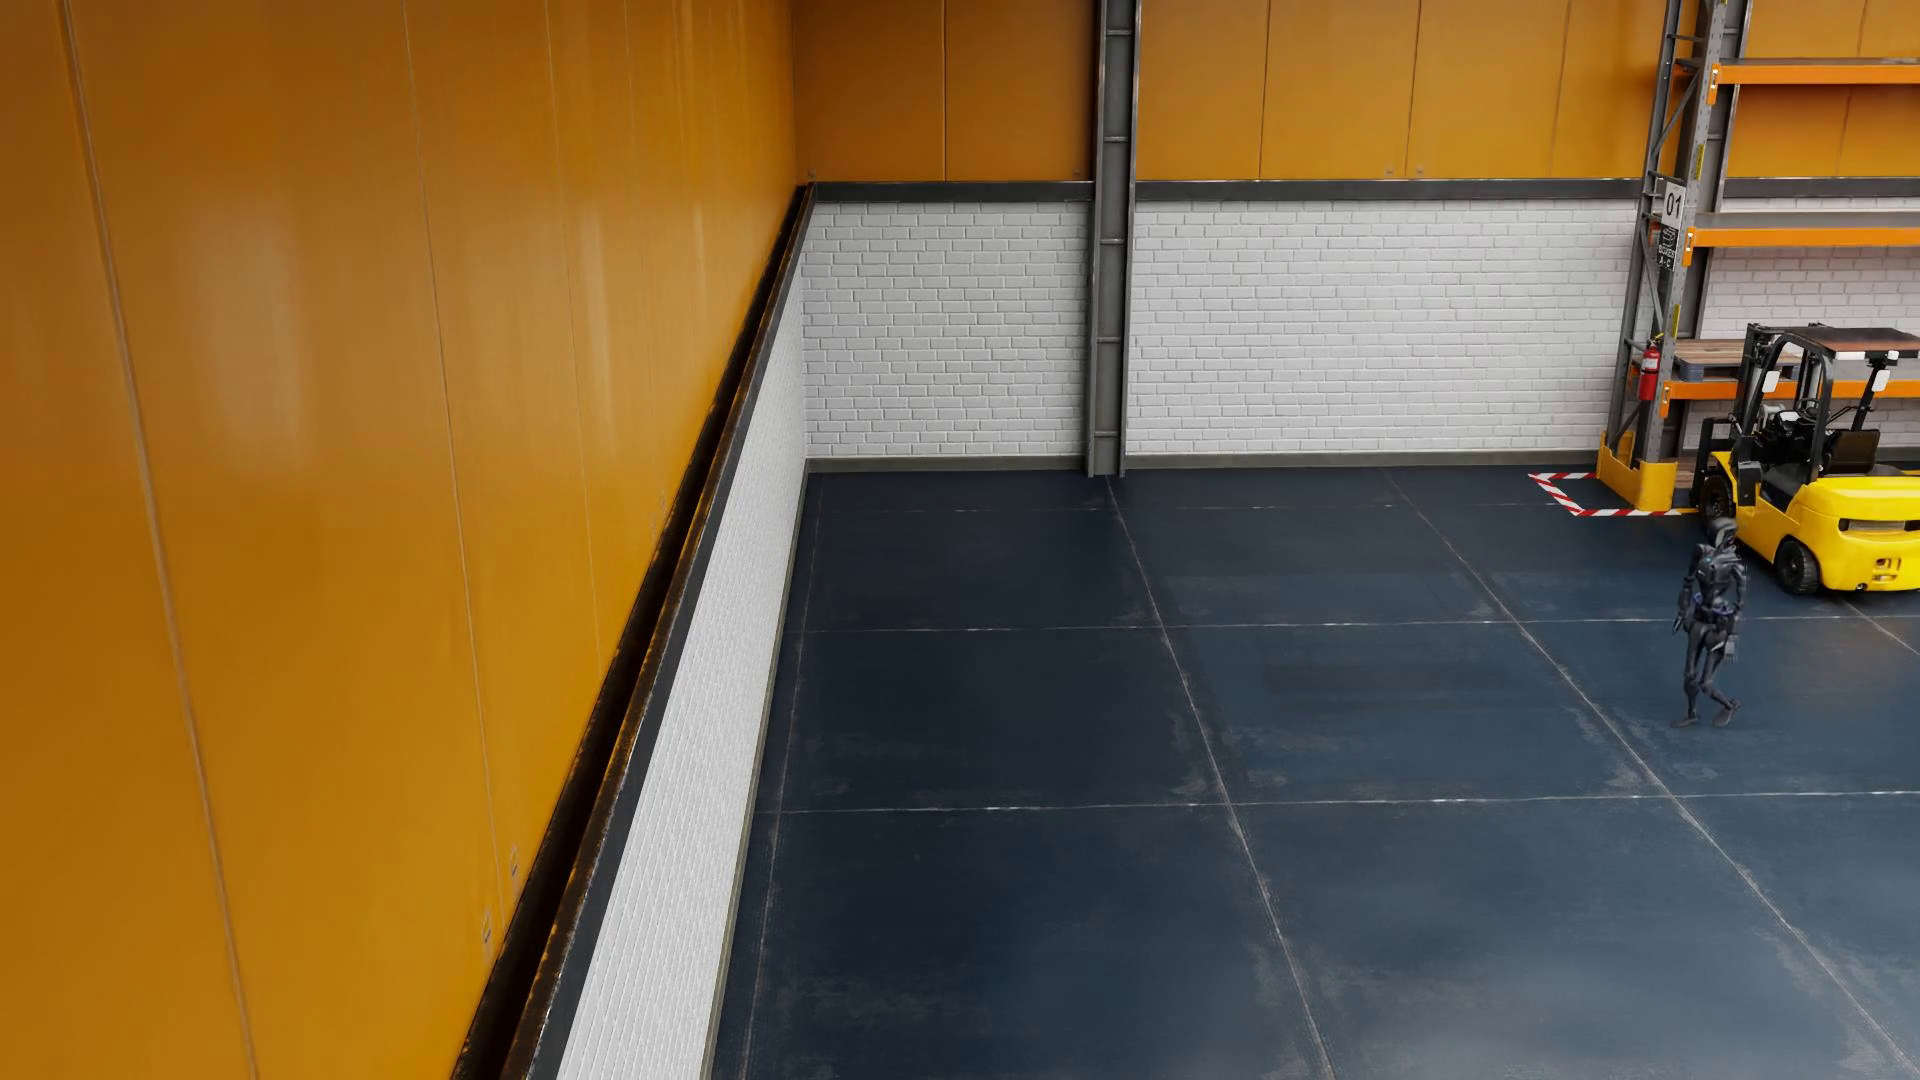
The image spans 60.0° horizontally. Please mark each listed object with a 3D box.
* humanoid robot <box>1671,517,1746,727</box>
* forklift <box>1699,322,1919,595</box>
[{"bbox_3d":[5.421,0.586,11.931,0.432,1.634,0.596,-7,21,-19],"label":"humanoid robot"},{"bbox_3d":[7.809,-0.792,14.926,1.214,2.155,2.313,-1,20,-2],"label":"forklift"}]
